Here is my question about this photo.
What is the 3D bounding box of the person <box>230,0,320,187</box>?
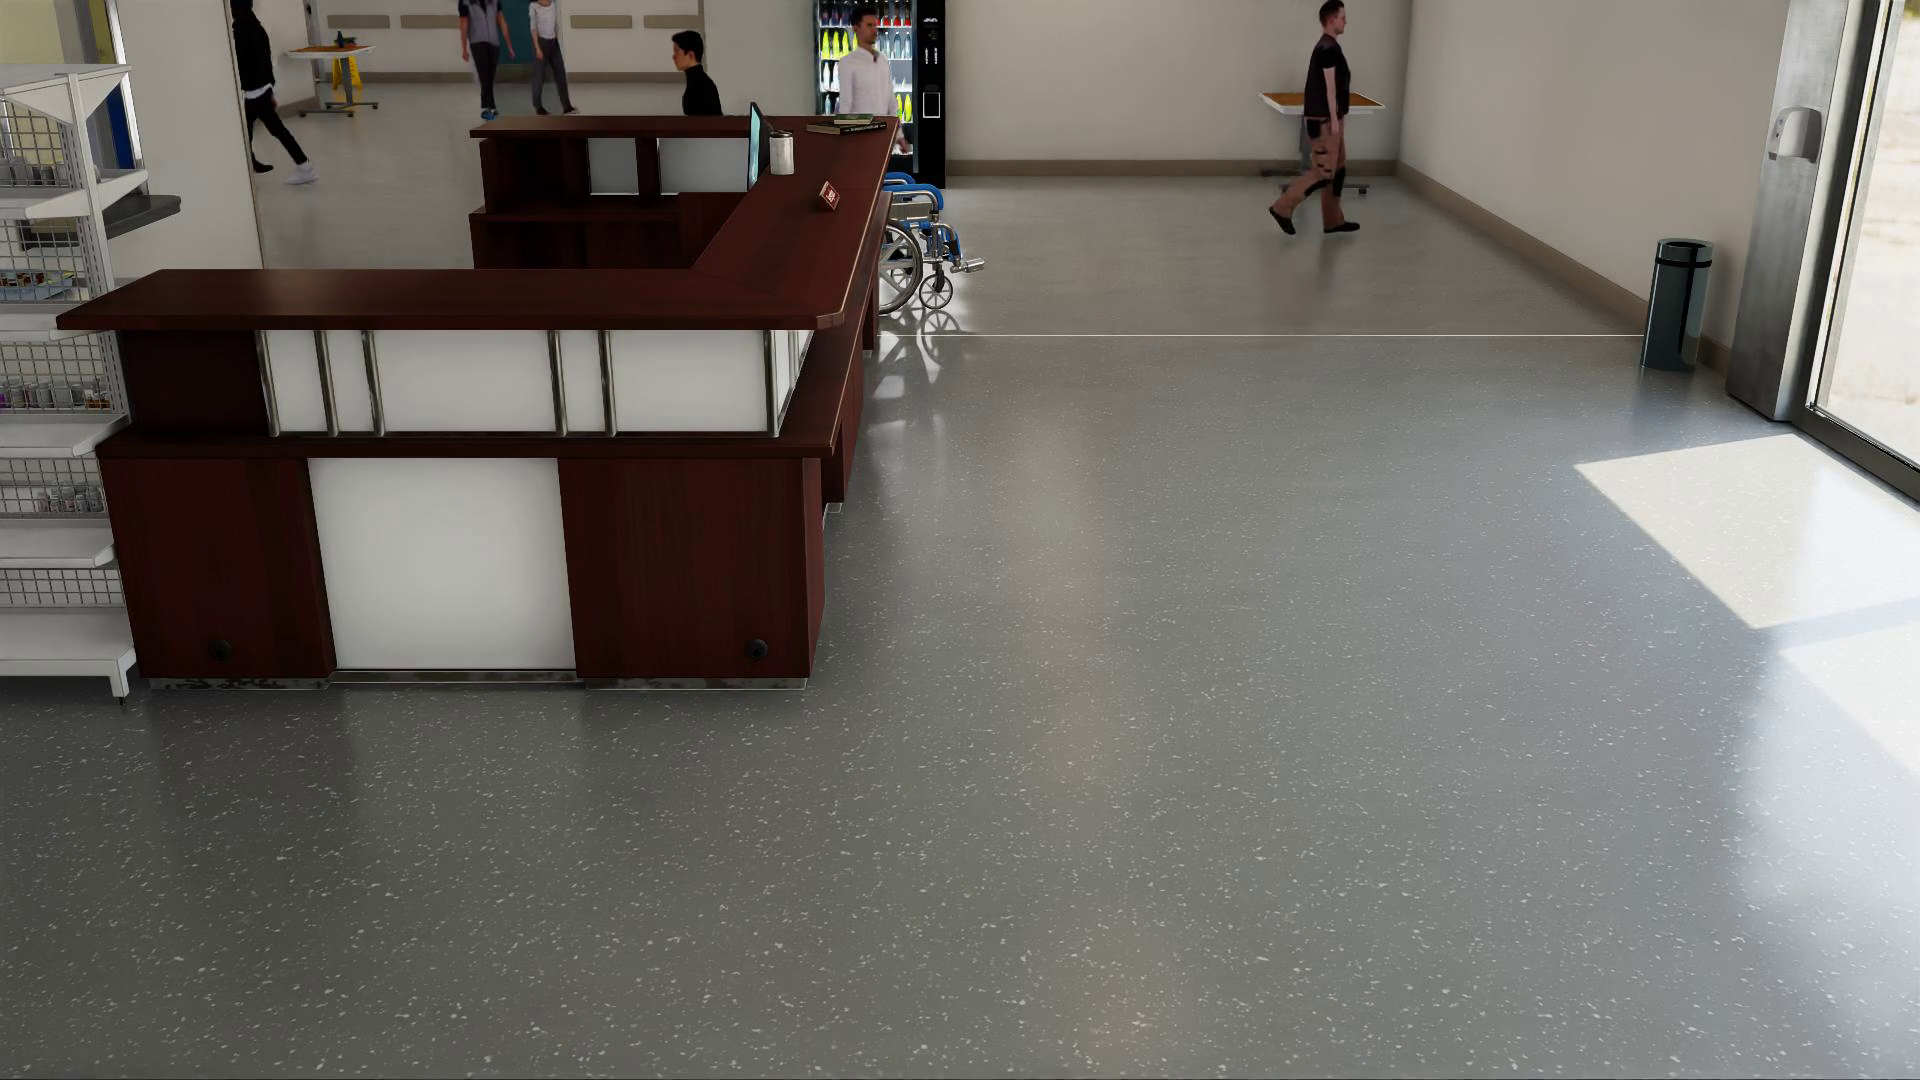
[{"bbox_3d":[-6.435,-4.138,15.452,1.243,1.762,0.742,-2,21,-4],"label":"person"}]

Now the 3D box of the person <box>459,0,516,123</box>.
[{"bbox_3d":[-5.839,-5.975,20.273,1.147,1.783,1.193,-19,28,-41],"label":"person"}]

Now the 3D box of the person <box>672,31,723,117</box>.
[{"bbox_3d":[-1.706,-2.702,11.758,0.973,1.694,0.783,-3,21,-9],"label":"person"}]

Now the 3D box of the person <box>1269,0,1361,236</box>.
[{"bbox_3d":[2.843,-3.331,13.238,1.024,1.820,0.790,3,21,7],"label":"person"}]

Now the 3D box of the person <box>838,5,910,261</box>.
[{"bbox_3d":[-0.738,-2.937,12.178,1.261,1.834,1.102,15,25,35],"label":"person"}]

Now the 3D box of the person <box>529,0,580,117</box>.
[{"bbox_3d":[-5.280,-6.176,20.922,1.091,1.699,1.006,17,26,37],"label":"person"}]
